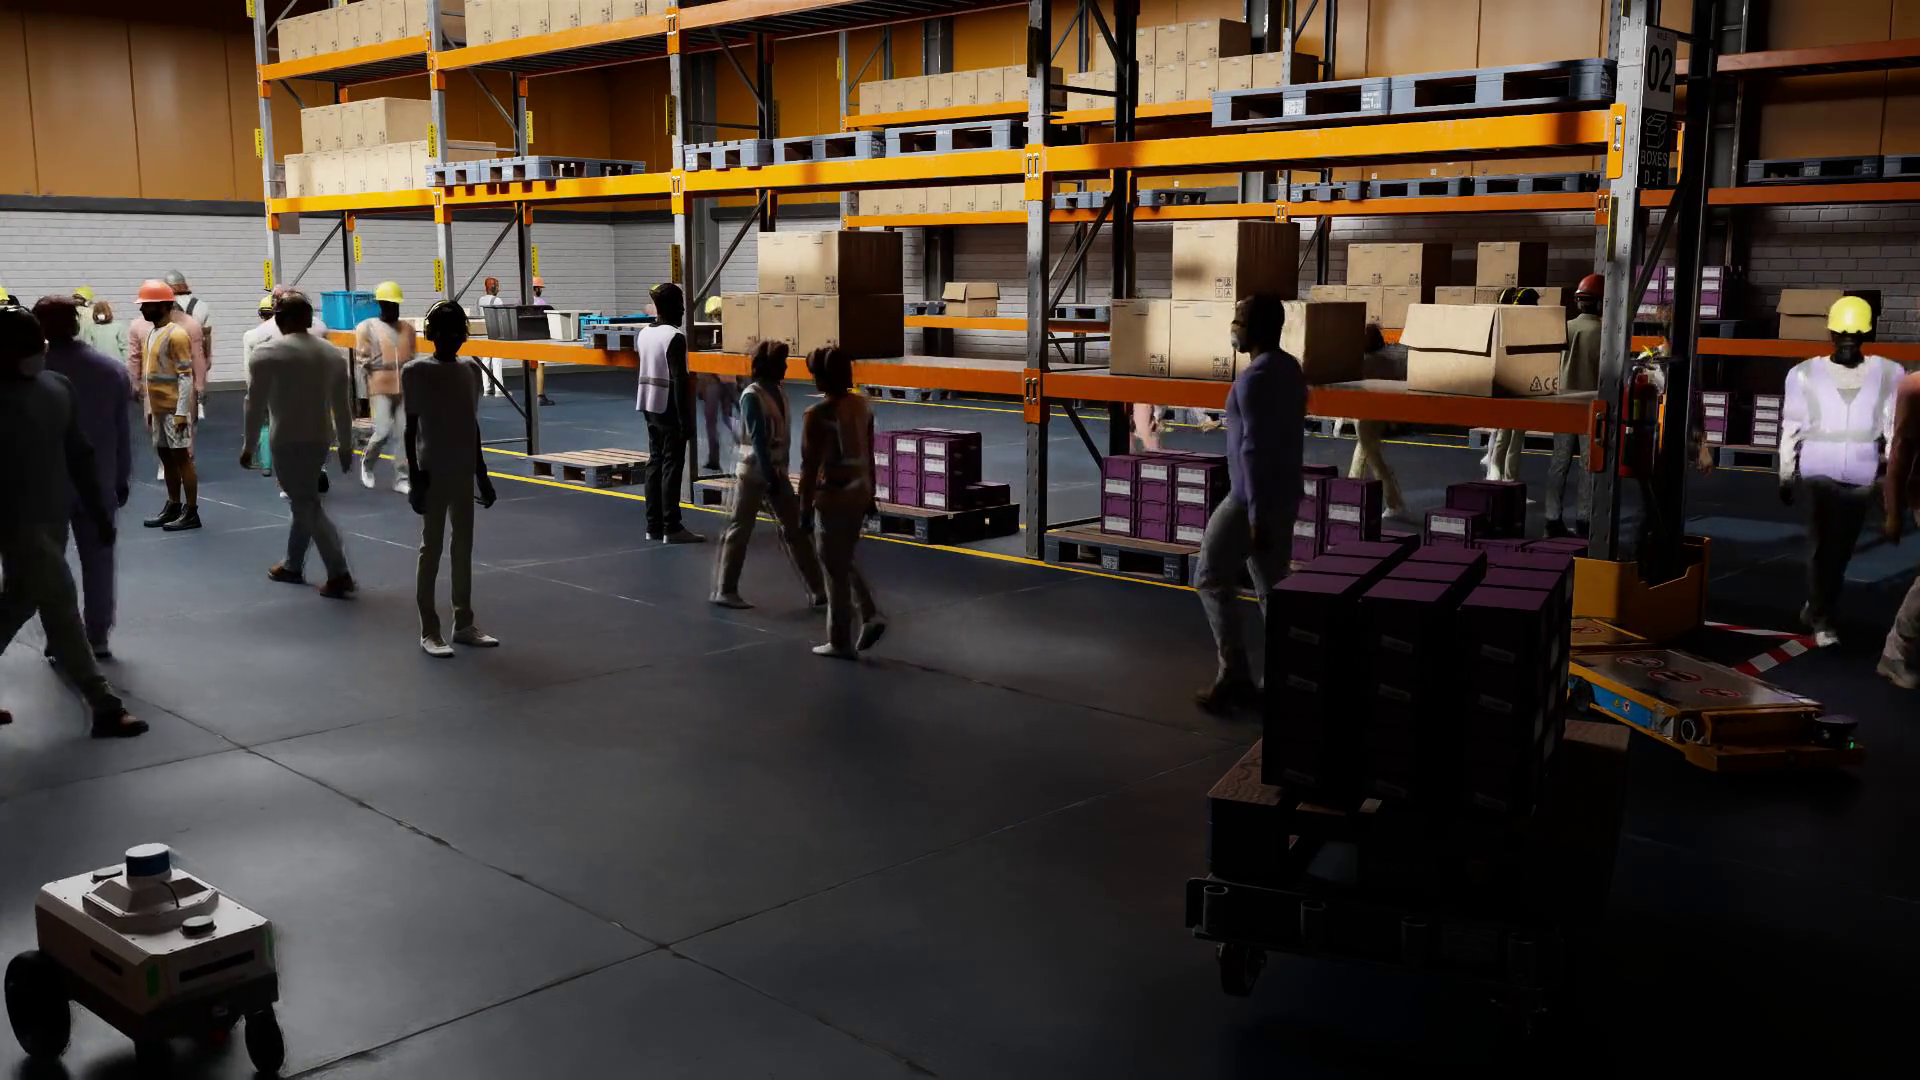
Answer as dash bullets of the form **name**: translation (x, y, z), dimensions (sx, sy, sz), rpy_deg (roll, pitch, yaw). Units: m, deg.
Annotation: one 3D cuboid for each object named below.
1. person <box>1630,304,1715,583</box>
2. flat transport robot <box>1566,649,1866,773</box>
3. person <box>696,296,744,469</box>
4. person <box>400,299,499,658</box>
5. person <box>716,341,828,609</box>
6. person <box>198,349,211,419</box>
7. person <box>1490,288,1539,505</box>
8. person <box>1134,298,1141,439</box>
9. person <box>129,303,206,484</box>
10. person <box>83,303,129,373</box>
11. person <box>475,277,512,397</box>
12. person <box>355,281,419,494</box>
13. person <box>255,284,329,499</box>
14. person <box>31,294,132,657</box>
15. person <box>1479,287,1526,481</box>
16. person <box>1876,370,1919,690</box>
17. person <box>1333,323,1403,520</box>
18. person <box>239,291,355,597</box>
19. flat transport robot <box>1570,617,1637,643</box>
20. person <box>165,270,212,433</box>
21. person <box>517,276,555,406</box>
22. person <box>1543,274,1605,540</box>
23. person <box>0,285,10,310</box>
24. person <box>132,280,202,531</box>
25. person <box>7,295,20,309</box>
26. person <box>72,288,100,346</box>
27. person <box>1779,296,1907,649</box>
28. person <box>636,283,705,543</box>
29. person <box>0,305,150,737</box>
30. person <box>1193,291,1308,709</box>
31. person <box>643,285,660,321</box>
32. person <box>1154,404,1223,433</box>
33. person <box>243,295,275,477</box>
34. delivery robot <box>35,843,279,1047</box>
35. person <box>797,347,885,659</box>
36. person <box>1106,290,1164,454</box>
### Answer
- **person**: translation (4.385, -0.544, 10.204), dimensions (0.504, 1.822, 0.646), rpy_deg (-6, 11, -31)
- **flat transport robot**: translation (3.184, 0.708, 7.280), dimensions (0.652, 0.197, 1.431), rpy_deg (-2, 9, -9)
- **person**: translation (-2.386, -1.561, 16.664), dimensions (0.539, 1.752, 0.538), rpy_deg (-8, 12, -39)
- **person**: translation (-2.684, -0.327, 8.765), dimensions (0.326, 1.865, 0.519), rpy_deg (6, 11, 34)
- **person**: translation (-1.084, -0.364, 9.804), dimensions (0.852, 1.597, 0.519), rpy_deg (4, 10, 21)
- **person**: translation (-10.463, -2.447, 22.576), dimensions (0.513, 1.586, 0.839), rpy_deg (-9, 13, -42)
- **person**: translation (4.751, -1.208, 14.168), dimensions (0.516, 1.865, 0.329), rpy_deg (-7, 12, -37)
- **person**: translation (2.106, -2.036, 19.837), dimensions (0.363, 1.684, 0.548), rpy_deg (-1, 9, -7)
- **person**: translation (-7.449, -1.462, 15.655), dimensions (0.686, 1.888, 0.404), rpy_deg (-2, 10, -14)
- **person**: translation (-11.111, -2.289, 21.630), dimensions (0.520, 1.581, 0.875), rpy_deg (-2, 9, -13)
- **person**: translation (-7.417, -3.217, 26.410), dimensions (0.574, 1.887, 0.355), rpy_deg (6, 11, 32)
- **person**: translation (-5.135, -1.356, 14.920), dimensions (0.550, 1.913, 0.603), rpy_deg (8, 12, 39)
- **person**: translation (-5.833, -1.288, 14.560), dimensions (0.672, 1.888, 0.460), rpy_deg (-9, 13, -43)
- **person**: translation (-4.619, -0.318, 8.618), dimensions (0.642, 1.896, 0.417), rpy_deg (-9, 13, -43)
- **person**: translation (5.118, -1.431, 15.563), dimensions (0.548, 1.852, 0.390), rpy_deg (-7, 12, -39)
- **person**: translation (4.610, -0.178, 7.669), dimensions (0.601, 1.927, 1.048), rpy_deg (-1, 9, -6)
- **person**: translation (3.331, -0.967, 13.551), dimensions (0.511, 1.585, 0.886), rpy_deg (-6, 11, -33)
- **person**: translation (-4.102, -0.601, 10.394), dimensions (1.034, 1.894, 0.635), rpy_deg (6, 11, 31)
- **flat transport robot**: translation (2.744, 0.552, 8.242), dimensions (1.431, 0.197, 0.652), rpy_deg (-2, 9, -10)
- **person**: translation (-9.468, -2.288, 20.238), dimensions (0.692, 2.000, 0.809), rpy_deg (-9, 13, -43)
- **person**: translation (-6.271, -2.945, 24.594), dimensions (0.551, 1.933, 0.376), rpy_deg (5, 11, 29)
- **person**: translation (4.606, -0.957, 12.267), dimensions (0.405, 1.987, 0.608), rpy_deg (-7, 12, -37)
- **person**: translation (-11.311, -2.087, 19.642), dimensions (0.403, 1.830, 0.599), rpy_deg (3, 10, 19)
- **person**: translation (-6.158, -1.037, 12.888), dimensions (0.552, 1.937, 0.356), rpy_deg (7, 12, 38)
- **person**: translation (-11.994, -2.266, 21.159), dimensions (0.318, 1.693, 0.539), rpy_deg (-2, 9, -10)
- **person**: translation (-11.695, -2.464, 22.153), dimensions (0.660, 1.776, 0.756), rpy_deg (-6, 11, -34)
- **person**: translation (4.794, -0.386, 9.091), dimensions (0.594, 1.888, 0.878), rpy_deg (3, 10, 16)
- **person**: translation (-2.179, -0.934, 12.314), dimensions (0.375, 1.917, 0.598), rpy_deg (-7, 12, -38)
- **person**: translation (-4.061, -0.069, 7.172), dimensions (0.990, 1.881, 0.705), rpy_deg (1, 9, 8)
- **person**: translation (1.311, -0.164, 7.592), dimensions (0.598, 1.919, 0.638), rpy_deg (6, 11, 34)
- **person**: translation (-4.897, -3.243, 26.964), dimensions (0.522, 1.761, 0.322), rpy_deg (6, 11, 32)
- **person**: translation (2.768, -2.189, 20.372), dimensions (0.911, 1.796, 0.645), rpy_deg (7, 11, 36)
- **person**: translation (-6.687, -1.498, 16.239), dimensions (0.533, 1.767, 0.326), rpy_deg (-2, 10, -14)
- **delivery robot**: translation (-2.048, 1.018, 4.230), dimensions (0.707, 0.478, 0.477), rpy_deg (8, 12, 40)
- **person**: translation (-0.632, -0.182, 8.574), dimensions (0.355, 1.623, 0.543), rpy_deg (6, 11, 33)
- **person**: translation (1.623, -1.383, 15.260), dimensions (0.460, 1.869, 0.800), rpy_deg (-5, 11, -29)
